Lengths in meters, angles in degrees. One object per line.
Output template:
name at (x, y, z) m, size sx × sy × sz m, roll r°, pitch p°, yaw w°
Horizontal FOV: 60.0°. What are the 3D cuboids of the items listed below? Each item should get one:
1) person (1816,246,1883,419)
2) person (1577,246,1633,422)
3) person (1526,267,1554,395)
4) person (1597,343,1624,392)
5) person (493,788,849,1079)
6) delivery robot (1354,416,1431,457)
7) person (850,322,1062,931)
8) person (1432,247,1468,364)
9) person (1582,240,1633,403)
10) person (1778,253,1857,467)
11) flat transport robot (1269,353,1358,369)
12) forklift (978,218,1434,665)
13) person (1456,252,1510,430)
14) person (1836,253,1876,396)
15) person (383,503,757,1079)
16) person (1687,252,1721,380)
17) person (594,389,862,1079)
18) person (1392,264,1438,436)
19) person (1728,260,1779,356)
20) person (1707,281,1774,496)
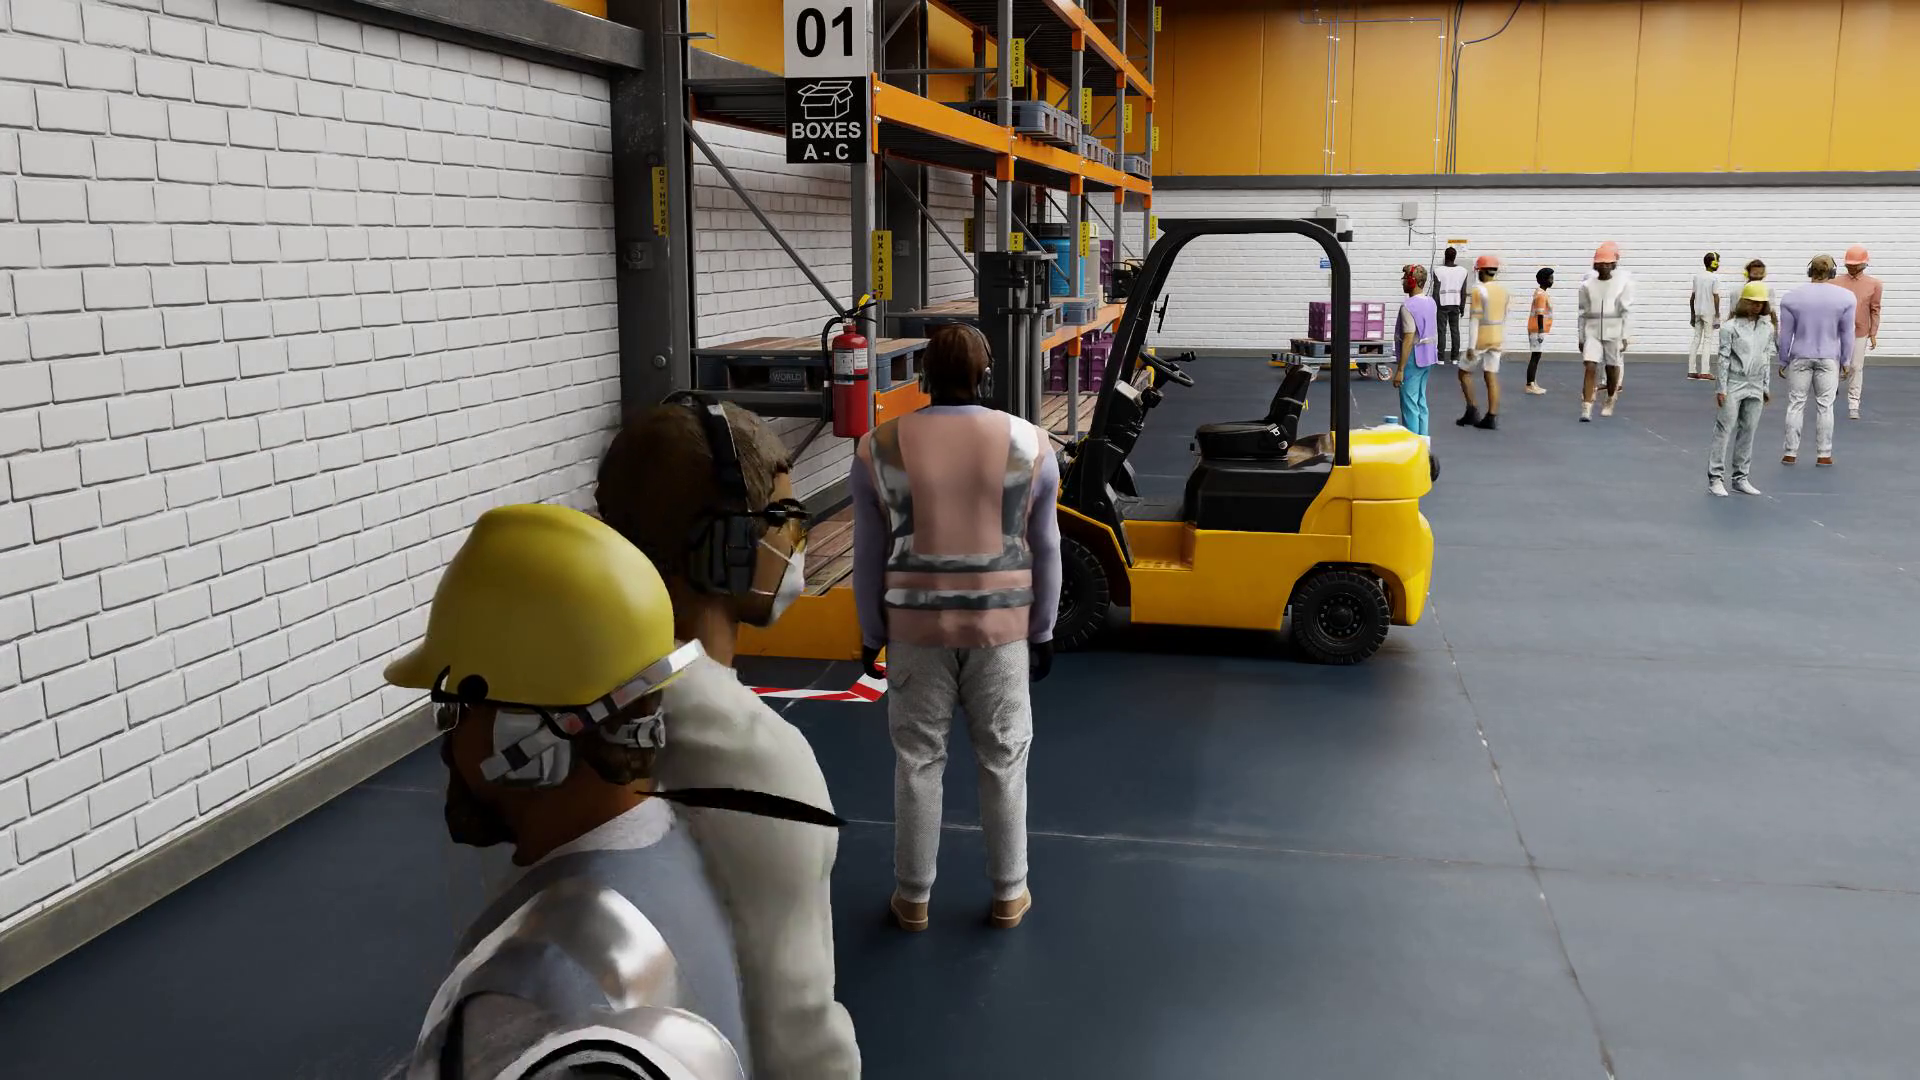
person at (10.247, -2.386, 19.178) m, size 0.611 × 1.985 × 0.393 m, roll 6°, pitch 12°, yaw 30°
person at (7.378, -2.365, 19.072) m, size 0.611 × 2.000 × 1.071 m, roll 6°, pitch 12°, yaw 28°
person at (7.711, -2.774, 22.120) m, size 0.322 × 1.689 × 0.530 m, roll 3°, pitch 11°, yaw 18°
person at (8.840, -2.821, 22.528) m, size 0.268 × 1.632 × 0.507 m, roll -3°, pitch 11°, yaw -16°
person at (-0.311, 0.955, 1.062) m, size 0.691 × 1.913 × 0.564 m, roll -1°, pitch 10°, yaw -3°
delivery robot at (3.685, -0.815, 14.233) m, size 0.477 × 0.478 × 0.707 m, roll -5°, pitch 11°, yaw -26°
person at (-0.009, 0.272, 5.003) m, size 0.625 × 1.844 × 0.429 m, roll 0°, pitch 10°, yaw -2°
person at (8.036, -3.845, 27.358) m, size 0.600 × 1.917 × 0.376 m, roll -2°, pitch 10°, yaw -10°
person at (8.151, -2.753, 21.026) m, size 0.605 × 2.045 × 0.379 m, roll 2°, pitch 10°, yaw 9°
person at (7.779, -1.628, 15.149) m, size 0.632 × 1.940 × 0.371 m, roll 6°, pitch 12°, yaw 28°
flat transport robot at (5.719, -2.870, 26.535) m, size 1.431 × 0.197 × 0.652 m, roll 9°, pitch 14°, yaw 42°
forklift at (1.285, -0.567, 8.635) m, size 2.313 × 2.155 × 1.214 m, roll 2°, pitch 11°, yaw 11°
person at (5.688, -2.168, 18.168) m, size 0.568 × 1.913 × 0.604 m, roll -5°, pitch 12°, yaw -27°
person at (11.774, -2.868, 21.950) m, size 0.544 × 1.939 × 0.353 m, roll 7°, pitch 12°, yaw 33°
person at (-0.397, 0.868, 1.760) m, size 0.403 × 1.833 × 0.586 m, roll 1°, pitch 10°, yaw 3°
person at (10.944, -3.280, 24.411) m, size 0.312 × 1.864 × 0.532 m, roll -4°, pitch 11°, yaw -21°
person at (-0.356, 0.783, 1.985) m, size 0.783 × 1.921 × 0.635 m, roll -5°, pitch 11°, yaw -25°
person at (4.104, -1.561, 15.035) m, size 0.389 × 1.846 × 0.566 m, roll 7°, pitch 13°, yaw 35°
person at (9.031, -2.254, 18.882) m, size 0.540 × 1.823 × 0.937 m, roll 0°, pitch 10°, yaw 2°
person at (6.345, -1.218, 13.446) m, size 0.492 × 1.740 × 0.325 m, roll -3°, pitch 11°, yaw -14°
